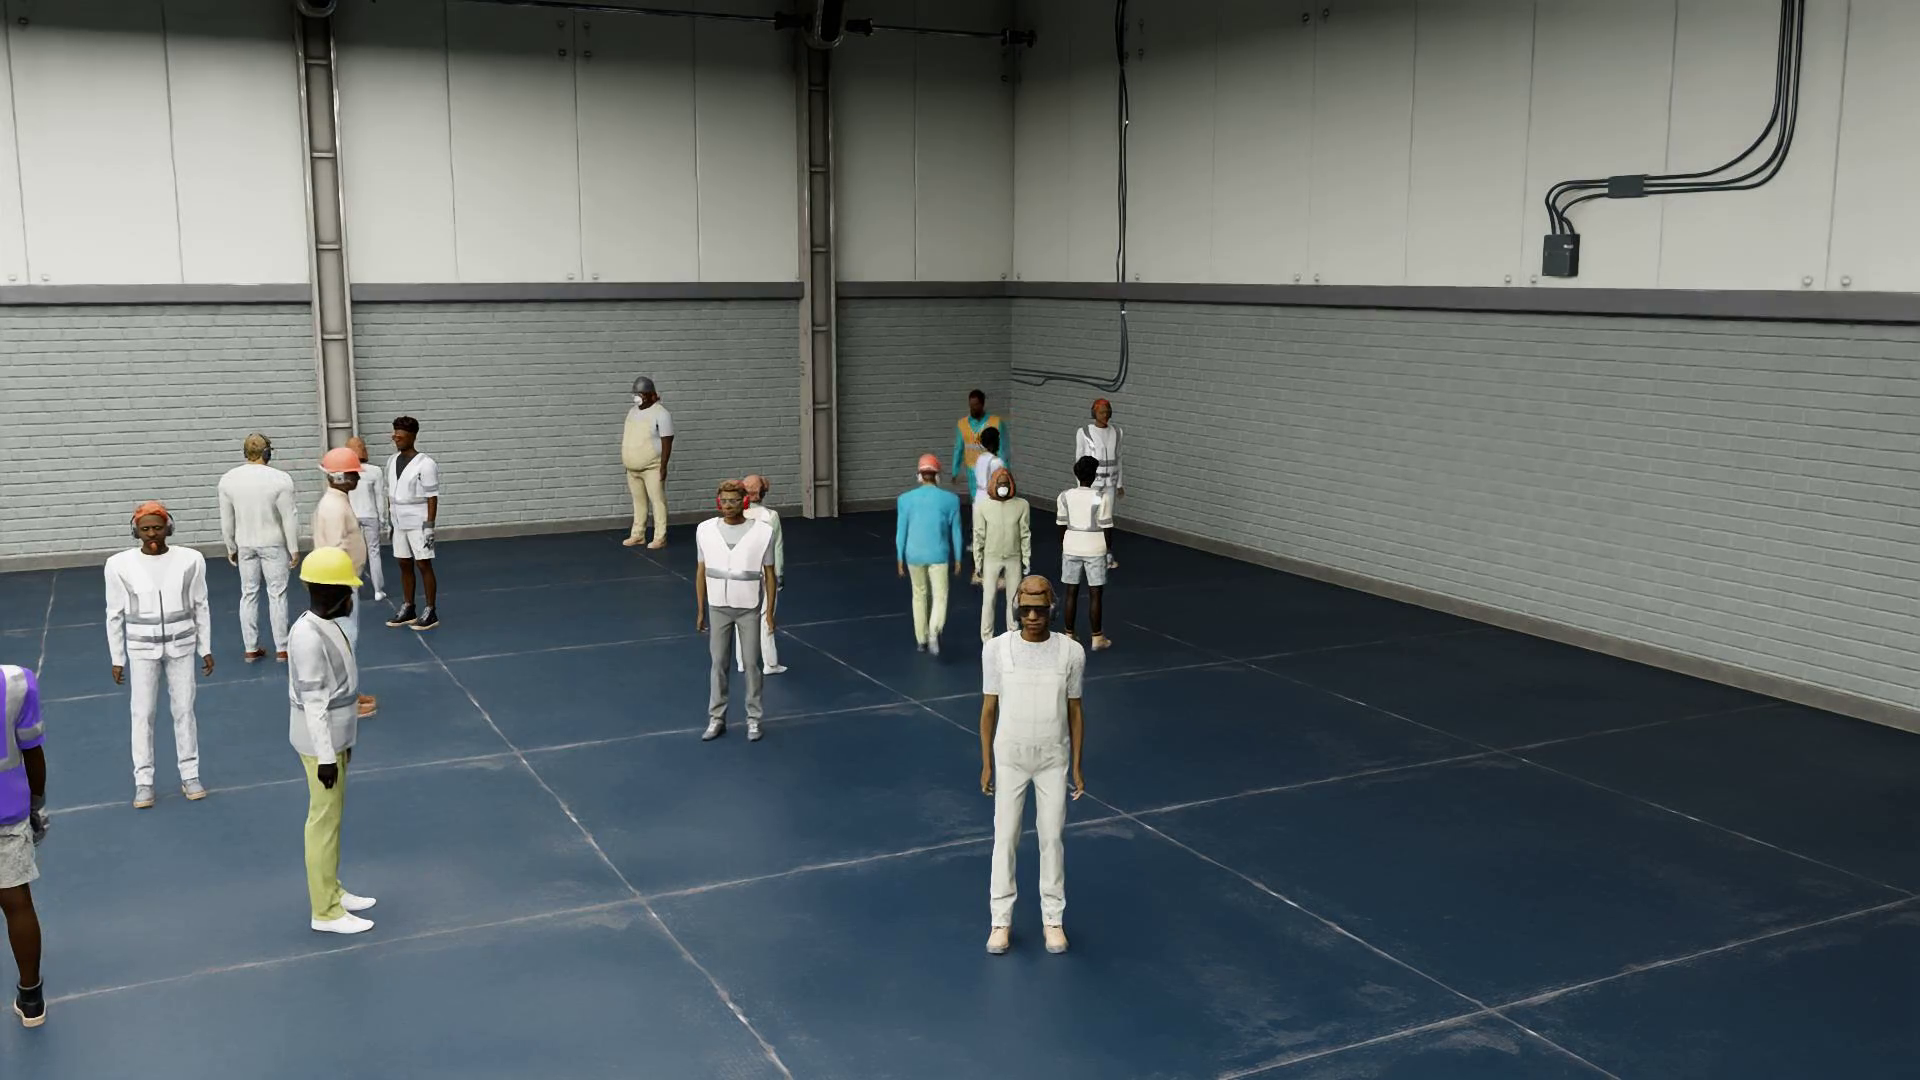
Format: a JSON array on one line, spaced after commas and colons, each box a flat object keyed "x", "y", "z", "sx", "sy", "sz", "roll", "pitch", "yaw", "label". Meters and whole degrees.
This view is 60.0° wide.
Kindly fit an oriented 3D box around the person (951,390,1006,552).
[{"x": 0.170, "y": -0.793, "z": 19.389, "sx": 0.635, "sy": 1.881, "sz": 0.891, "roll": 5, "pitch": 10, "yaw": 28, "label": "person"}]

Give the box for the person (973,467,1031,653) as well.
[{"x": 0.358, "y": 0.187, "z": 14.159, "sx": 0.499, "sy": 1.627, "sz": 0.279, "roll": -2, "pitch": 9, "yaw": -11, "label": "person"}]

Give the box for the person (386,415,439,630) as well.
[{"x": -5.036, "y": -0.161, "z": 15.245, "sx": 0.611, "sy": 1.966, "sz": 0.362, "roll": 5, "pitch": 11, "yaw": 30, "label": "person"}]

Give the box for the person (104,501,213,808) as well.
[{"x": -4.914, "y": 0.693, "z": 10.241, "sx": 0.578, "sy": 1.882, "sz": 0.346, "roll": -6, "pitch": 11, "yaw": -31, "label": "person"}]

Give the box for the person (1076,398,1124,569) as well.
[{"x": 1.544, "y": -0.616, "z": 18.314, "sx": 0.575, "sy": 1.882, "sz": 0.355, "roll": -4, "pitch": 10, "yaw": -24, "label": "person"}]

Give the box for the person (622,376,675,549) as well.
[{"x": -3.740, "y": -0.917, "z": 19.676, "sx": 0.674, "sy": 2.000, "sz": 0.535, "roll": 6, "pitch": 11, "yaw": 33, "label": "person"}]

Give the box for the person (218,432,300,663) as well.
[{"x": -5.839, "y": 0.069, "z": 13.920, "sx": 0.635, "sy": 1.937, "sz": 0.352, "roll": 0, "pitch": 9, "yaw": 3, "label": "person"}]

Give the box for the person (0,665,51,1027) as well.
[{"x": -4.202, "y": 1.166, "z": 7.074, "sx": 0.364, "sy": 1.966, "sz": 0.610, "roll": 9, "pitch": 13, "yaw": 43, "label": "person"}]

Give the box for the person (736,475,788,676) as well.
[{"x": -1.653, "y": 0.288, "z": 13.496, "sx": 0.512, "sy": 1.637, "sz": 0.307, "roll": 4, "pitch": 10, "yaw": 23, "label": "person"}]

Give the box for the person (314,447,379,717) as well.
[{"x": -4.542, "y": 0.306, "z": 12.287, "sx": 0.393, "sy": 1.992, "sz": 0.627, "roll": -4, "pitch": 10, "yaw": -21, "label": "person"}]

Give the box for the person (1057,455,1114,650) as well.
[{"x": 1.092, "y": 0.109, "z": 14.410, "sx": 0.534, "sy": 1.698, "sz": 0.318, "roll": 5, "pitch": 11, "yaw": 30, "label": "person"}]

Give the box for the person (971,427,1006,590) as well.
[{"x": 0.358, "y": -0.327, "z": 17.221, "sx": 0.427, "sy": 1.668, "sz": 0.567, "roll": -4, "pitch": 10, "yaw": -25, "label": "person"}]

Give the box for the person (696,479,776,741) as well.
[{"x": -1.561, "y": 0.485, "z": 11.636, "sx": 0.563, "sy": 1.847, "sz": 0.394, "roll": 1, "pitch": 9, "yaw": 5, "label": "person"}]

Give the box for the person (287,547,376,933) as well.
[{"x": -3.136, "y": 0.987, "z": 8.301, "sx": 0.376, "sy": 1.926, "sz": 0.585, "roll": -2, "pitch": 10, "yaw": -15, "label": "person"}]

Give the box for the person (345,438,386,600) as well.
[{"x": -5.953, "y": -0.197, "z": 16.490, "sx": 0.498, "sy": 1.634, "sz": 0.280, "roll": -4, "pitch": 10, "yaw": -21, "label": "person"}]

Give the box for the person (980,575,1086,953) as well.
[{"x": 0.349, "y": 1.075, "z": 8.003, "sx": 0.504, "sy": 1.847, "sz": 0.345, "roll": 0, "pitch": 9, "yaw": 0, "label": "person"}]

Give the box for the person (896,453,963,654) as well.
[{"x": -0.272, "y": 0.131, "z": 14.221, "sx": 0.577, "sy": 1.722, "sz": 0.667, "roll": 1, "pitch": 9, "yaw": 4, "label": "person"}]
